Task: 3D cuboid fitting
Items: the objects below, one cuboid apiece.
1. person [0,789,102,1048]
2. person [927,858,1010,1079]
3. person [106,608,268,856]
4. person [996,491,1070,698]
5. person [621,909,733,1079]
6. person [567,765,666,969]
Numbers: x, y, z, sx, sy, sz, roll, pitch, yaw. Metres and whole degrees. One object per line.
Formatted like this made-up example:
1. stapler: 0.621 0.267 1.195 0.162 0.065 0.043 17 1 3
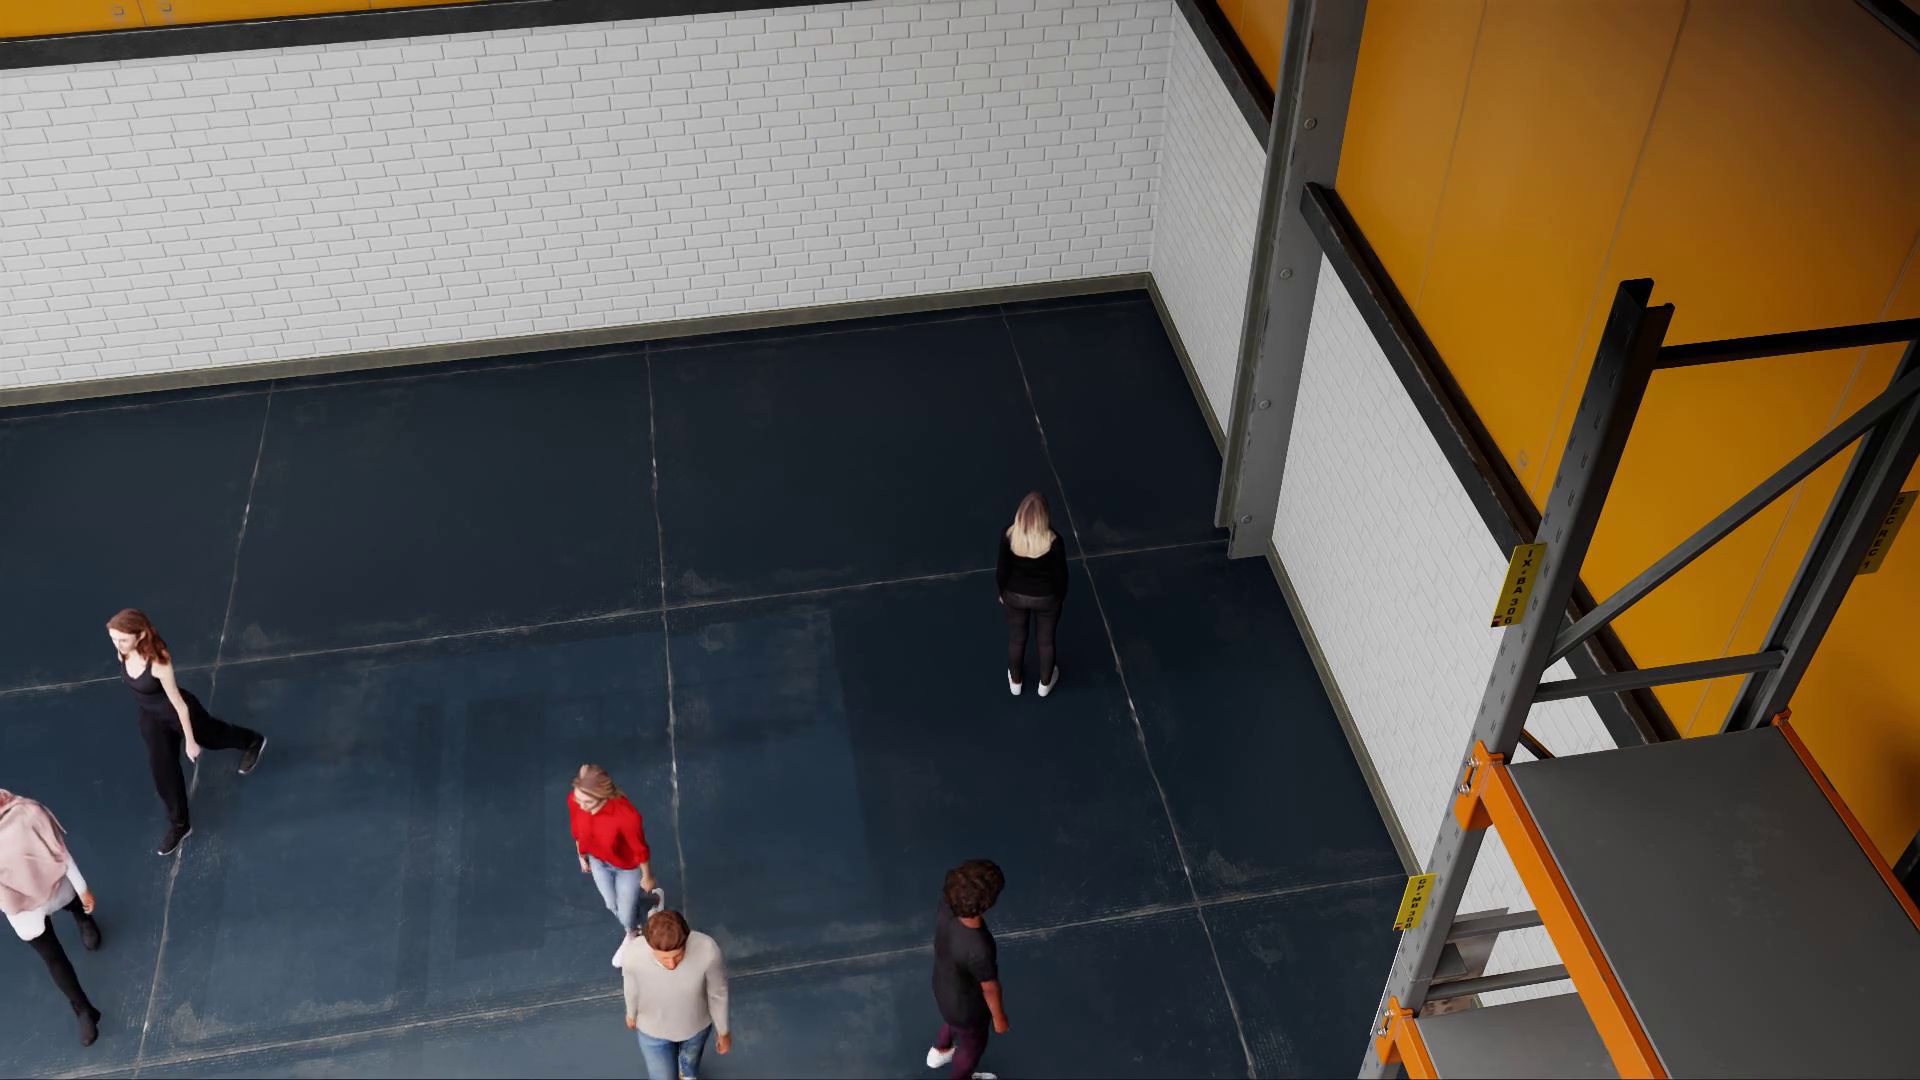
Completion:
1. person: -4.956 1.802 8.950 0.887 1.752 1.256 -19 47 -19
2. person: -0.041 2.278 8.442 0.770 1.765 0.649 -14 45 -14
3. person: -4.578 0.976 9.859 1.007 1.695 1.262 14 45 14
4. person: 0.452 0.360 10.513 0.675 1.685 0.654 8 44 8
5. person: -1.416 2.311 8.332 0.685 1.869 0.829 -6 44 -6
6. person: -1.829 1.708 9.092 0.795 1.694 0.849 19 47 19
